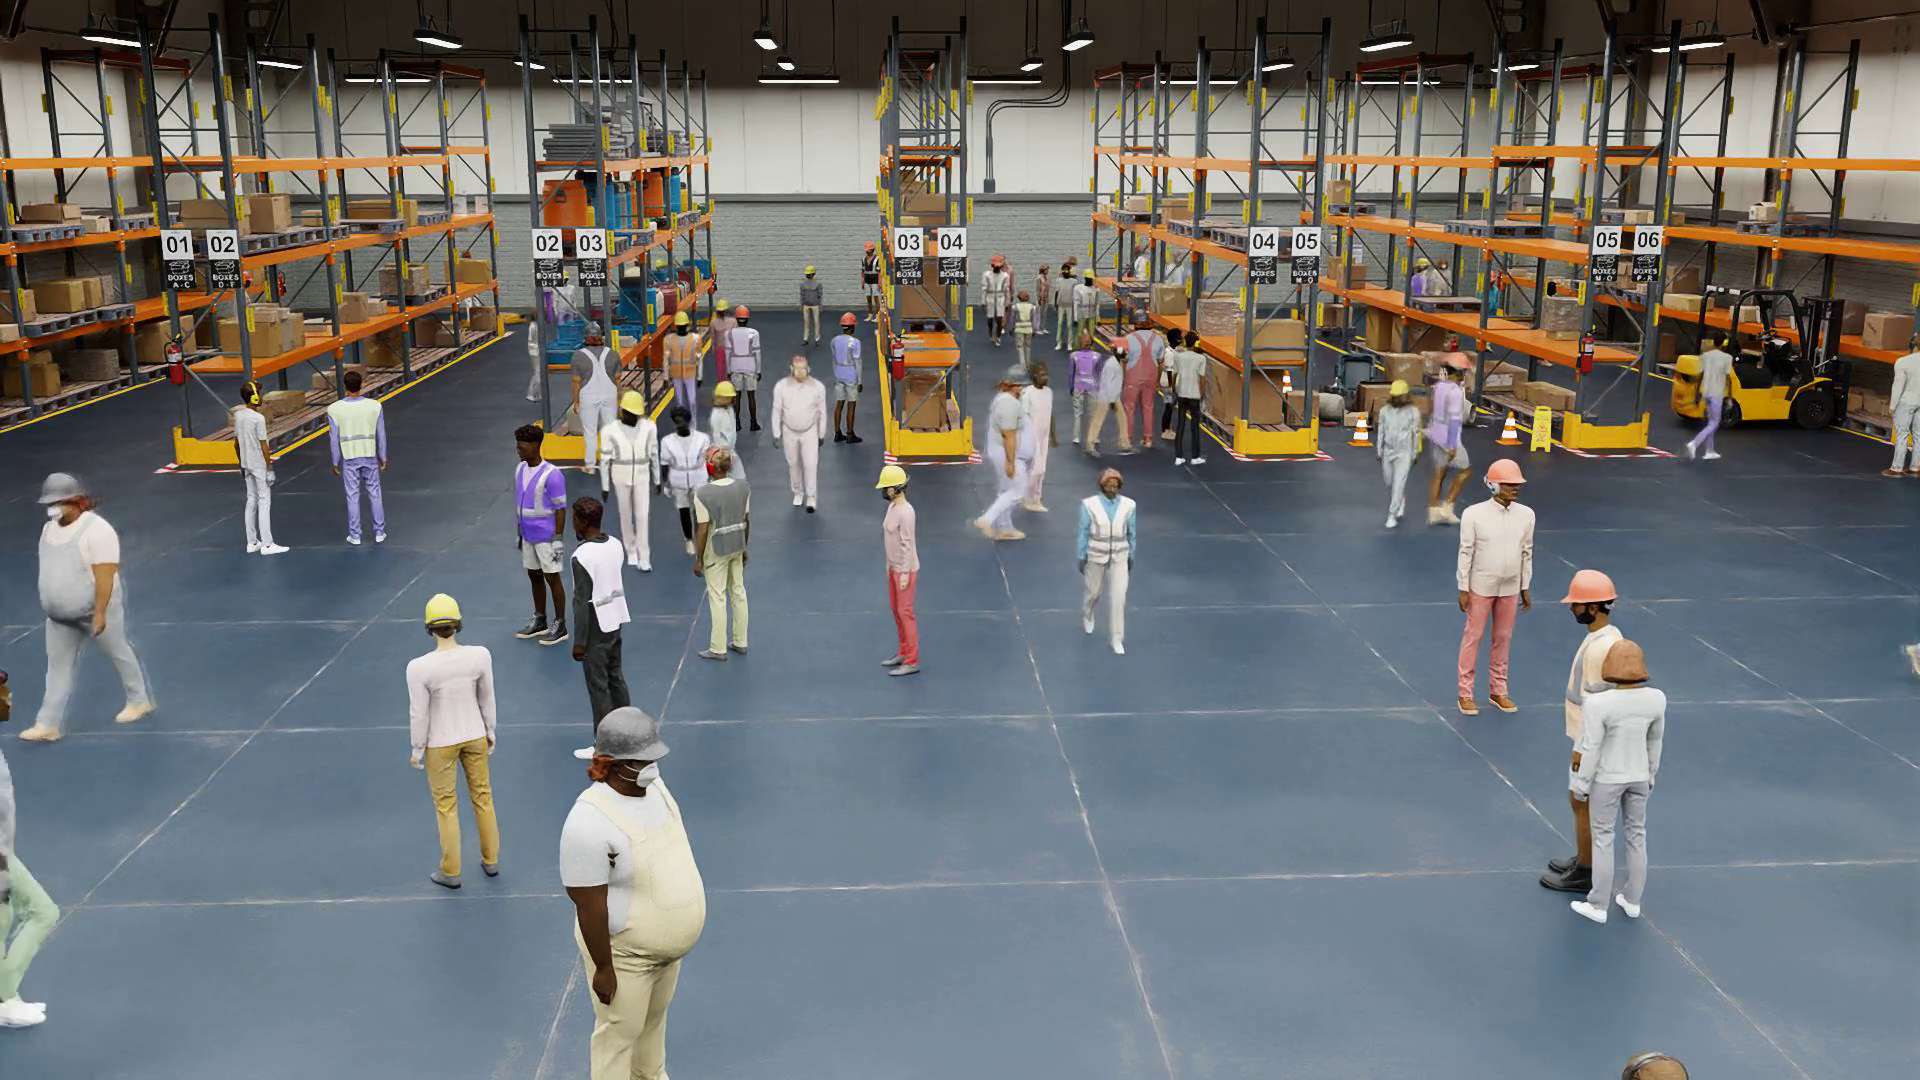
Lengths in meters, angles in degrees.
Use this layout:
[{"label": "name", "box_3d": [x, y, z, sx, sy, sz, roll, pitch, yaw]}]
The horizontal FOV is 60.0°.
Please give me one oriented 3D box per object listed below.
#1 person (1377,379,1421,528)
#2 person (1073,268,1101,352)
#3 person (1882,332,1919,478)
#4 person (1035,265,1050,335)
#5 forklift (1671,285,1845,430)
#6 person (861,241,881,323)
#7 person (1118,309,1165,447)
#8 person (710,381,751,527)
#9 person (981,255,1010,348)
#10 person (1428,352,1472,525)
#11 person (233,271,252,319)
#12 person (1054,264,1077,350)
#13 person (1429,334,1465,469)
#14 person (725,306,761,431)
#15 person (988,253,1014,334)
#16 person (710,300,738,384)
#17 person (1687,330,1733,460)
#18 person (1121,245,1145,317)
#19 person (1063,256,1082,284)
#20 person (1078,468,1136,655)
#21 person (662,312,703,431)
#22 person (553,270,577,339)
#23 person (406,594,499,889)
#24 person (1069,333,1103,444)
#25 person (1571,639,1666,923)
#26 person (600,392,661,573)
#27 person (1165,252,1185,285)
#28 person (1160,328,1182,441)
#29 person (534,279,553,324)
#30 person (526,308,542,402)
[{"label": "person", "box_3d": [5.124, -1.040, 19.387, 0.481, 1.717, 0.734, 8, 15, 31]}, {"label": "person", "box_3d": [2.588, -4.570, 33.891, 0.590, 1.932, 0.375, -5, 14, -20]}, {"label": "person", "box_3d": [12.597, -1.781, 22.030, 0.629, 1.940, 0.372, -2, 13, -8]}, {"label": "person", "box_3d": [1.939, -5.649, 39.085, 0.314, 1.633, 0.519, 8, 15, 30]}, {"label": "forklift", "box_3d": [12.503, -2.886, 26.166, 2.313, 2.155, 1.214, -1, 13, -3]}, {"label": "person", "box_3d": [-2.232, -6.455, 41.648, 0.619, 2.029, 0.410, 9, 16, 34]}, {"label": "person", "box_3d": [2.612, -2.363, 24.278, 0.685, 2.000, 0.535, -4, 14, -17]}, {"label": "person", "box_3d": [-2.603, -0.949, 18.931, 0.492, 1.728, 0.514, 5, 14, 18]}, {"label": "person", "box_3d": [0.787, -5.254, 36.562, 0.631, 2.023, 0.599, 0, 13, 1]}, {"label": "person", "box_3d": [5.661, -1.159, 19.222, 0.509, 2.016, 0.610, -3, 14, -11]}, {"label": "person", "box_3d": [-13.823, -4.203, 32.196, 0.405, 1.986, 0.619, -7, 15, -28]}, {"label": "person", "box_3d": [2.277, -5.034, 35.961, 0.513, 1.872, 0.328, 3, 14, 11]}, {"label": "person", "box_3d": [6.682, -1.889, 22.678, 0.390, 1.850, 0.565, 2, 13, 8]}, {"label": "person", "box_3d": [-3.338, -2.646, 25.697, 0.551, 1.936, 0.356, 1, 13, 3]}, {"label": "person", "box_3d": [0.963, -5.824, 39.261, 0.658, 1.889, 0.558, 1, 13, 5]}, {"label": "person", "box_3d": [-4.100, -3.346, 29.102, 0.523, 1.728, 0.872, 0, 13, -1]}, {"label": "person", "box_3d": [10.473, -2.005, 23.204, 0.702, 1.839, 0.559, -6, 15, -25]}, {"label": "person", "box_3d": [4.449, -6.635, 42.753, 0.710, 1.859, 0.600, -9, 16, -33]}, {"label": "person", "box_3d": [2.905, -6.464, 42.623, 0.867, 1.580, 0.515, -11, 17, -38]}, {"label": "person", "box_3d": [1.277, 0.141, 14.605, 0.519, 1.609, 0.733, -1, 13, -5]}, {"label": "person", "box_3d": [-4.172, -2.466, 25.010, 0.597, 1.904, 0.673, -1, 13, -4]}, {"label": "person", "box_3d": [-8.417, -4.873, 35.500, 0.535, 1.767, 0.315, -11, 17, -39]}, {"label": "person", "box_3d": [-3.002, 1.183, 9.848, 0.533, 1.765, 0.322, -11, 17, -40]}, {"label": "person", "box_3d": [1.857, -2.228, 24.567, 0.511, 1.640, 0.308, 2, 13, 9]}, {"label": "person", "box_3d": [3.706, 1.358, 9.389, 0.501, 1.631, 0.287, -3, 14, -12]}, {"label": "person", "box_3d": [-3.378, -0.596, 17.145, 0.631, 1.863, 0.921, -5, 14, -20]}, {"label": "person", "box_3d": [5.102, -5.908, 39.632, 0.543, 1.891, 0.642, 12, 18, 40]}, {"label": "person", "box_3d": [3.159, -2.334, 24.918, 0.319, 1.688, 0.539, 3, 14, 12]}, {"label": "person", "box_3d": [-10.324, -6.225, 41.280, 0.563, 1.743, 0.345, -12, 18, -42]}, {"label": "person", "box_3d": [-7.319, -3.190, 28.690, 0.393, 1.614, 0.636, -5, 14, -19]}]
